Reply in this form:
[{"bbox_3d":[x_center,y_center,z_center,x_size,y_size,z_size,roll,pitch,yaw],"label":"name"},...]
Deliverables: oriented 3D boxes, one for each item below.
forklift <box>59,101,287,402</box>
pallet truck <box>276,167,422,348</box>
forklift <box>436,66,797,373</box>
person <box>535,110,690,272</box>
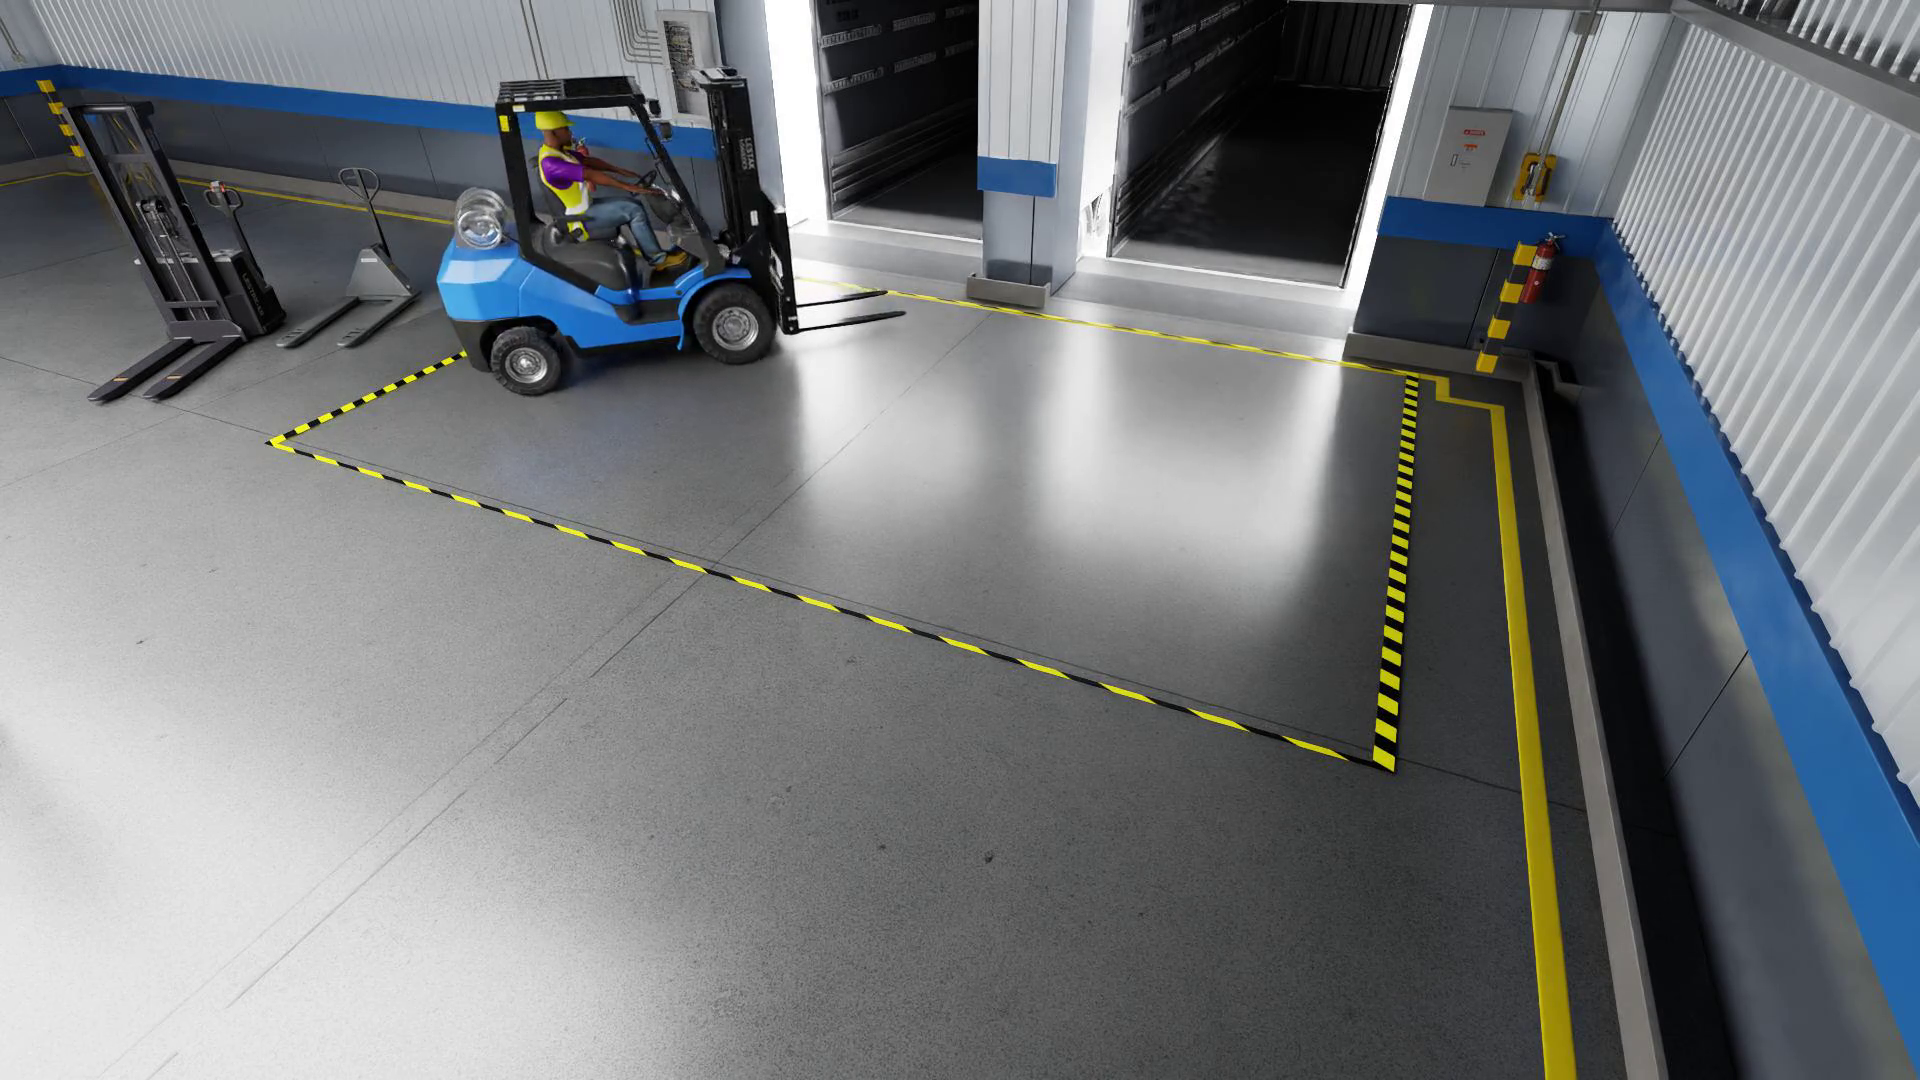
[{"bbox_3d":[-6.686,-2.387,7.434,0.823,1.965,1.885,-3,35,-5],"label":"forklift"},{"bbox_3d":[-5.732,-2.611,8.414,0.680,1.201,1.601,-1,35,-1],"label":"pallet truck"},{"bbox_3d":[-2.851,-2.639,7.485,2.680,2.036,1.157,-12,37,-16],"label":"forklift"},{"bbox_3d":[-2.792,-2.801,7.389,1.004,1.294,0.635,-12,37,-16],"label":"person"}]
